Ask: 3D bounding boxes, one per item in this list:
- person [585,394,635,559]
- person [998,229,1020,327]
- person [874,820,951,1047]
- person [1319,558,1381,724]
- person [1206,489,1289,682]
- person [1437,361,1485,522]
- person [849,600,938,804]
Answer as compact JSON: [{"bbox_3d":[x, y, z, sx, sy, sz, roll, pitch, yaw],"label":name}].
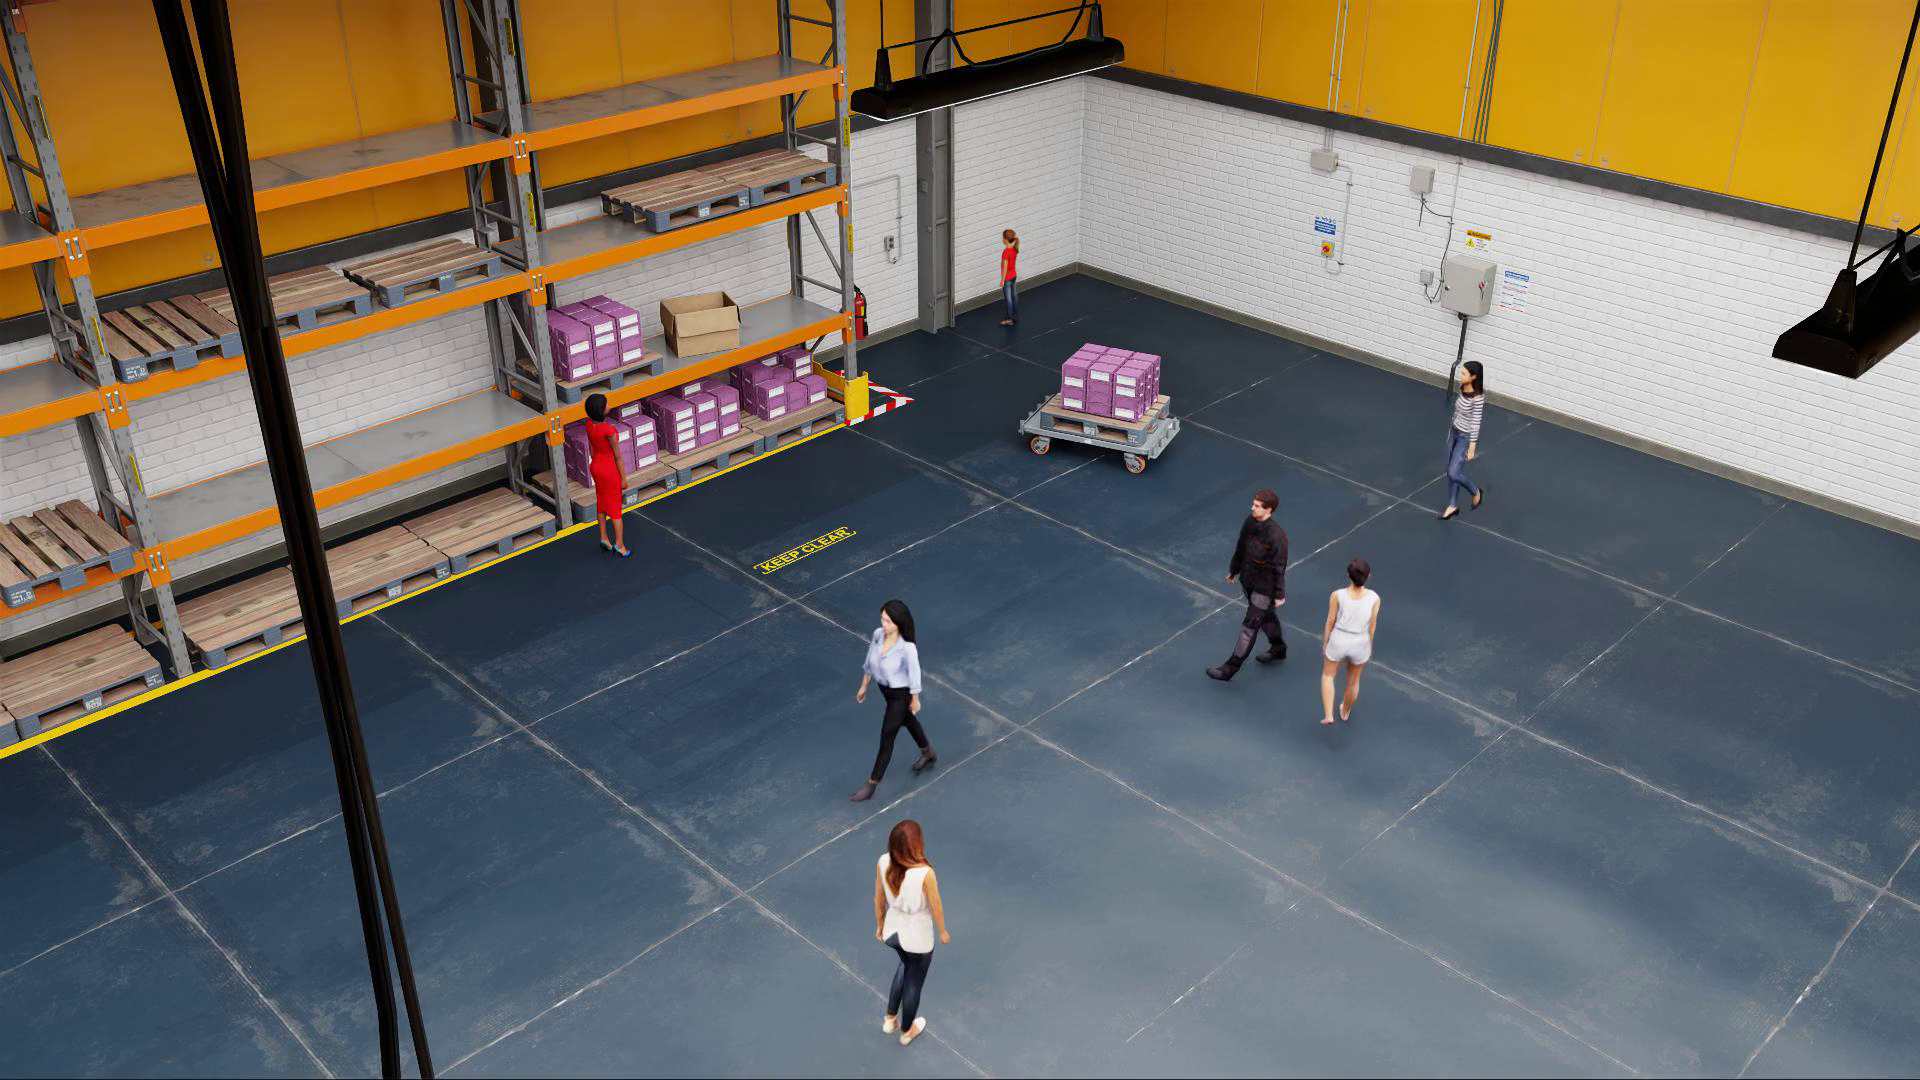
[{"bbox_3d":[-3.497,-0.638,16.443,0.595,1.743,0.534,20,34,32],"label":"person"},{"bbox_3d":[0.663,-3.499,22.142,0.599,1.309,0.482,15,32,26],"label":"person"},{"bbox_3d":[-0.370,2.555,10.558,0.629,1.775,0.648,19,34,31],"label":"person"},{"bbox_3d":[3.224,0.879,13.798,0.769,1.613,0.858,5,29,10],"label":"person"},{"bbox_3d":[2.705,0.386,14.520,1.262,1.788,1.041,-11,30,-19],"label":"person"},{"bbox_3d":[5.235,-0.991,17.056,0.866,1.777,0.794,-5,29,-9],"label":"person"},{"bbox_3d":[-0.434,1.209,13.113,1.180,1.690,0.714,-22,36,-35],"label":"person"}]
